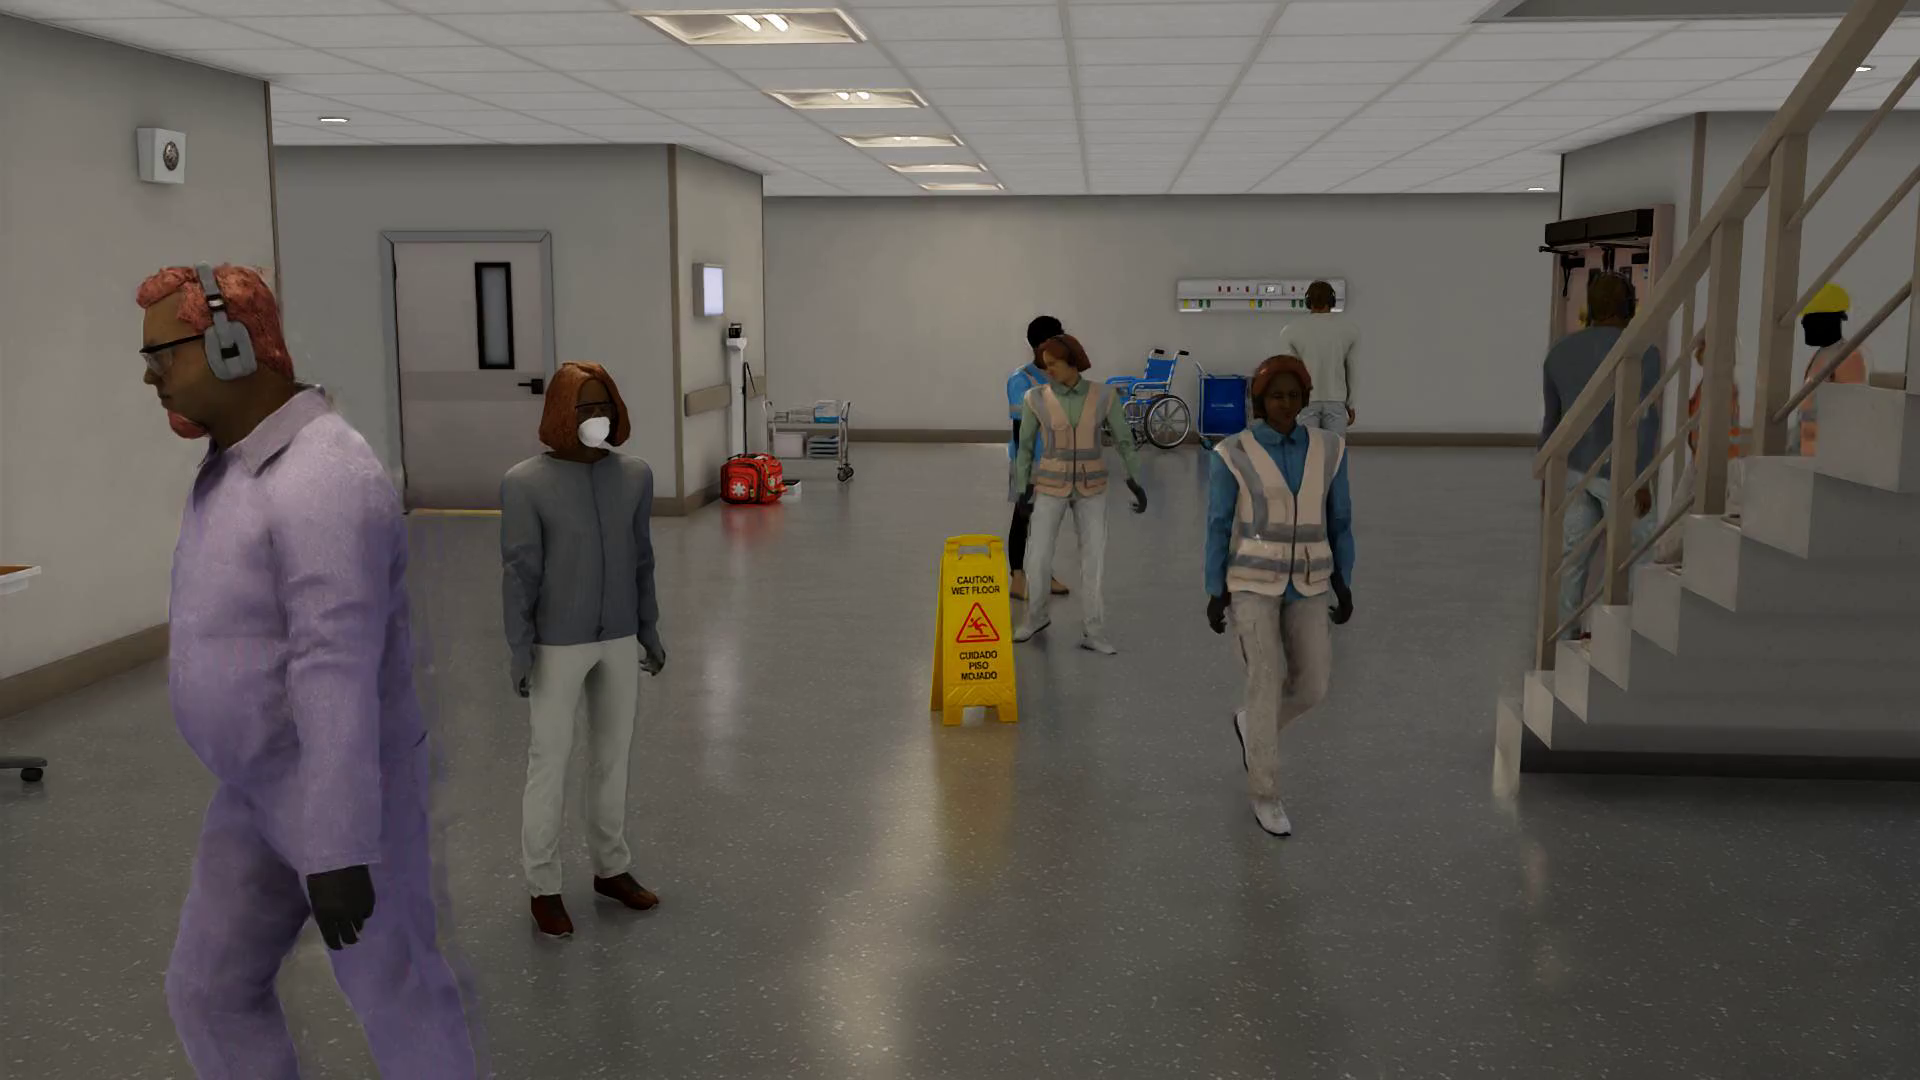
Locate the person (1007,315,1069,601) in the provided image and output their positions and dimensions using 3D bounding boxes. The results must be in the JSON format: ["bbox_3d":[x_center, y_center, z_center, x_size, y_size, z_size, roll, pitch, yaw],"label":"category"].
[{"bbox_3d":[0.478,-0.492,9.961,0.322,1.699,0.536,6,11,37],"label":"person"}]

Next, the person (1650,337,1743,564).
[{"bbox_3d":[4.763,-0.530,10.568,0.857,1.589,0.534,1,8,9],"label":"person"}]

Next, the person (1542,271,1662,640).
[{"bbox_3d":[3.046,-0.307,7.926,0.468,1.925,0.649,-5,10,-31],"label":"person"}]

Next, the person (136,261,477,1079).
[{"bbox_3d":[-1.185,0.456,2.934,0.703,1.860,0.752,-7,11,-41],"label":"person"}]

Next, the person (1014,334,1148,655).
[{"bbox_3d":[0.607,-0.238,8.505,0.637,1.628,0.454,-1,8,-4],"label":"person"}]

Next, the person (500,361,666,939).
[{"bbox_3d":[-1.076,0.302,4.788,0.266,1.631,0.507,8,12,44],"label":"person"}]

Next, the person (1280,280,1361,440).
[{"bbox_3d":[2.784,-1.044,12.922,0.628,1.936,0.377,0,8,2],"label":"person"}]

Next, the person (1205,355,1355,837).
[{"bbox_3d":[1.086,0.165,5.750,0.531,1.613,0.552,-2,9,-12],"label":"person"}]
